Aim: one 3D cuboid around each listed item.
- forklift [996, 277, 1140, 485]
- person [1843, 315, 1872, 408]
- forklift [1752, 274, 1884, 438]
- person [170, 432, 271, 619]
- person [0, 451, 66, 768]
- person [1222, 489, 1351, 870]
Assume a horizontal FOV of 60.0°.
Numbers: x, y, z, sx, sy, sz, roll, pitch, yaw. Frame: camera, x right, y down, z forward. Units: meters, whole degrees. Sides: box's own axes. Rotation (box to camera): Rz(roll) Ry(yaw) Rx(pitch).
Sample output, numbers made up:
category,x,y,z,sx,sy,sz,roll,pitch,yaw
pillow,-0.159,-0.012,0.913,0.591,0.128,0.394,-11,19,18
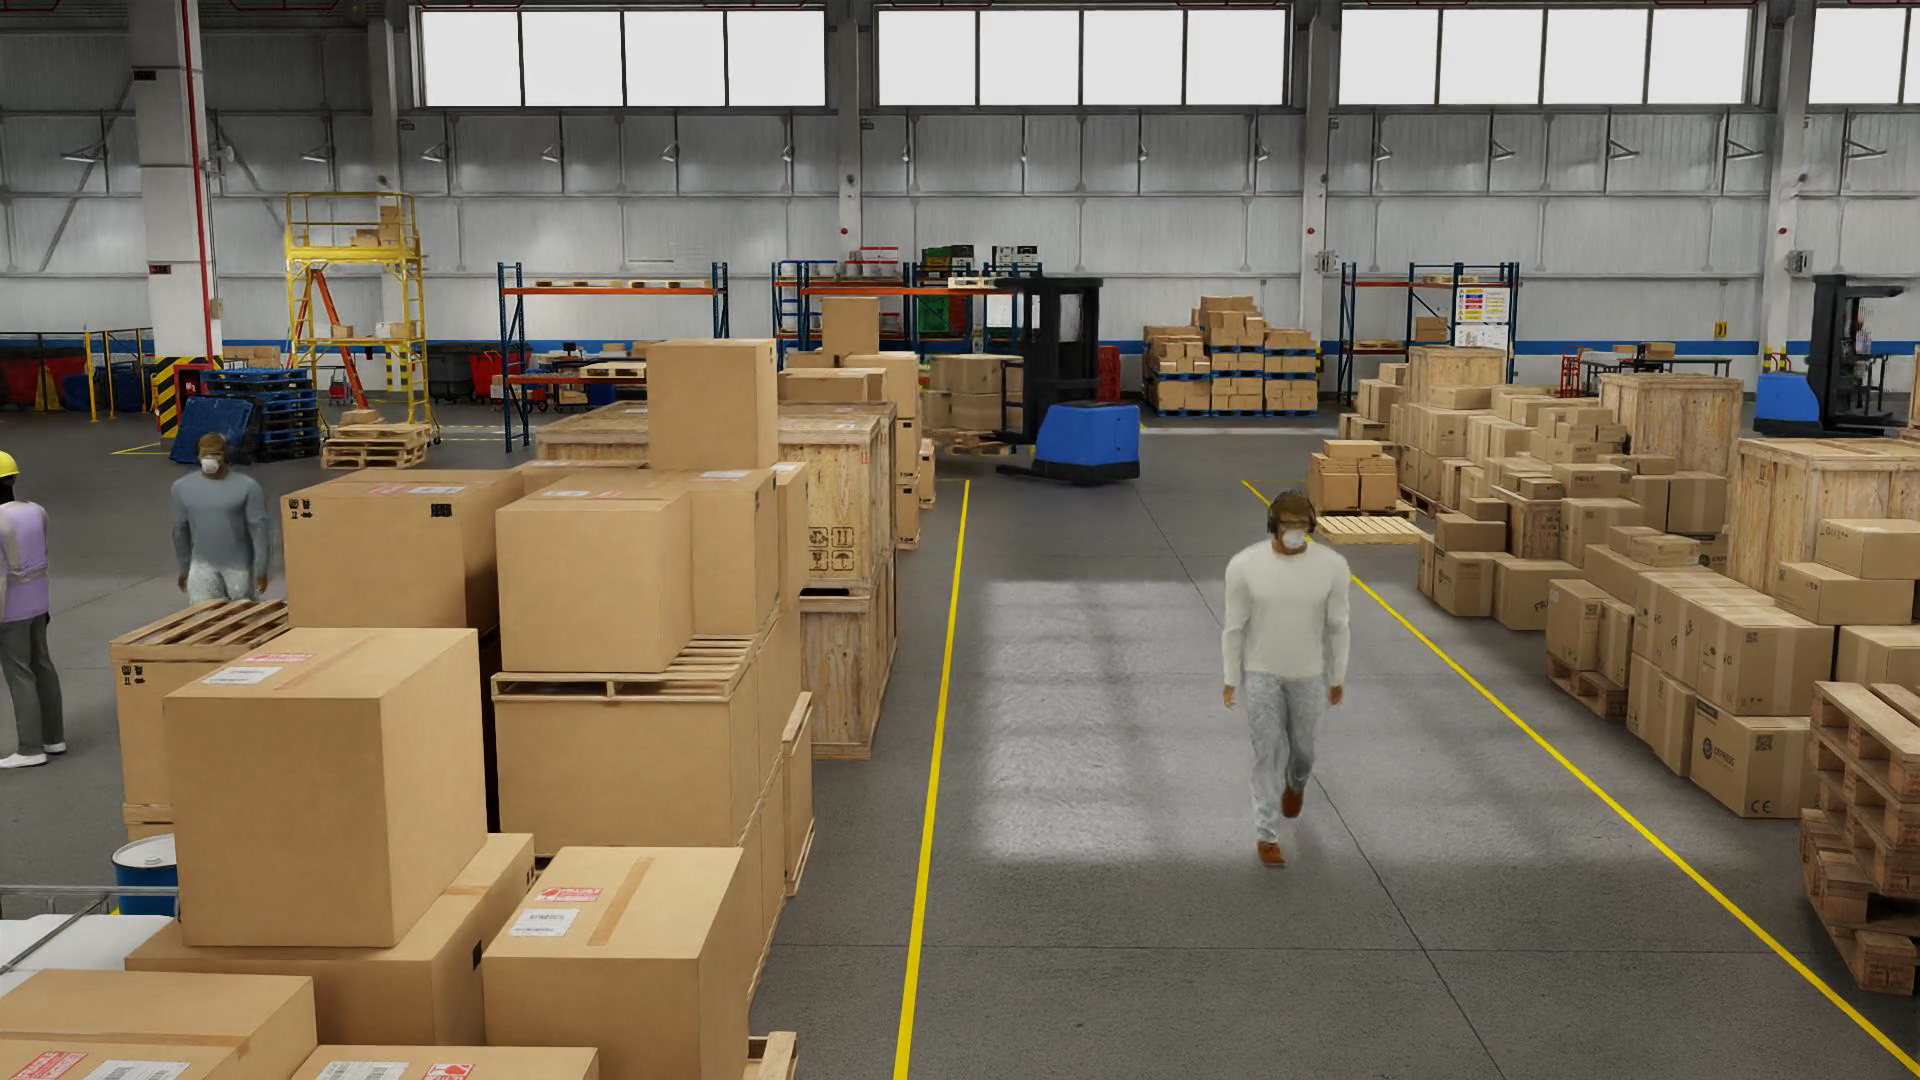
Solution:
category,x,y,z,sx,sy,sz,roll,pitch,yaw
forklift,1.532,-2.248,23.101,1.129,2.768,1.873,-7,12,-38
person,18.697,-3.721,34.742,0.552,1.935,0.374,4,10,24
forklift,14.933,-3.194,28.765,1.873,2.768,1.129,8,12,39
person,-5.107,0.180,11.551,0.651,1.890,1.034,-2,10,-11
person,-5.701,0.414,10.013,0.384,1.922,0.593,0,9,2
person,1.660,0.666,8.544,0.639,1.923,0.703,1,10,5
